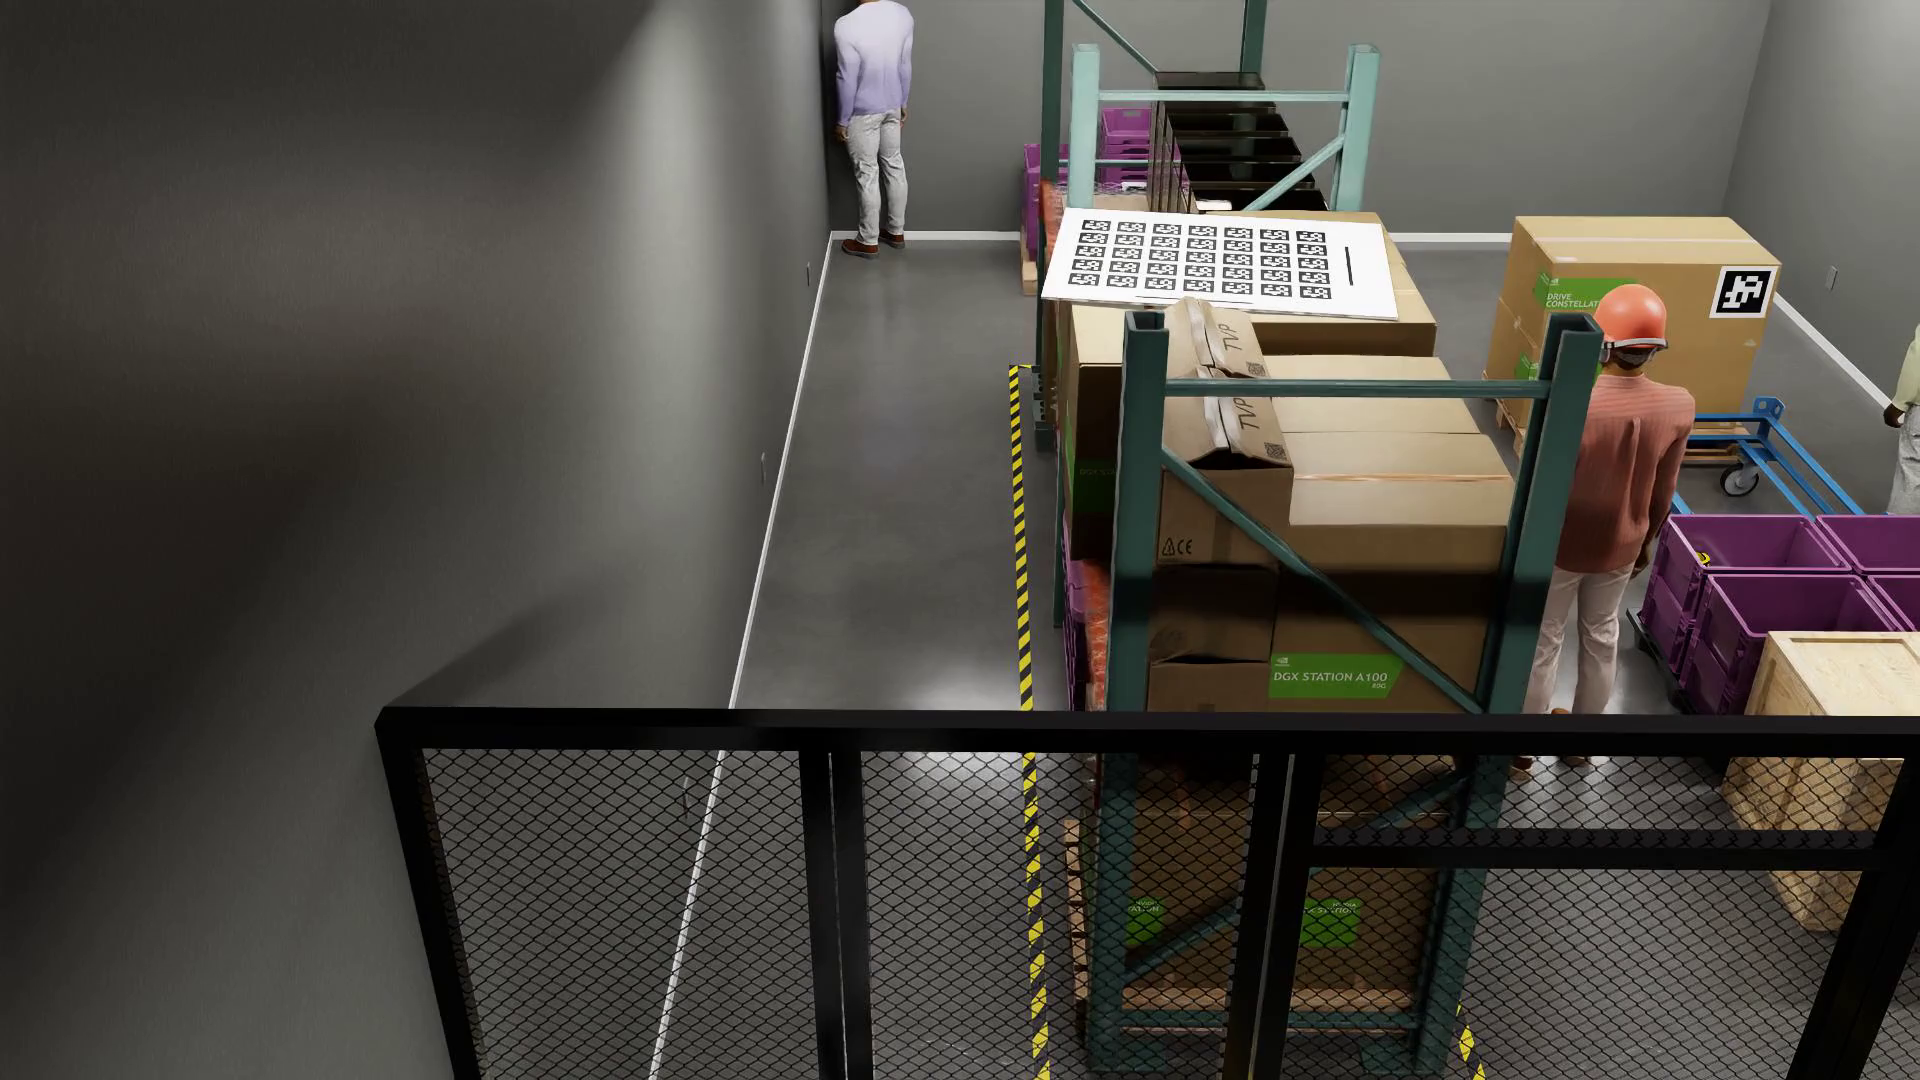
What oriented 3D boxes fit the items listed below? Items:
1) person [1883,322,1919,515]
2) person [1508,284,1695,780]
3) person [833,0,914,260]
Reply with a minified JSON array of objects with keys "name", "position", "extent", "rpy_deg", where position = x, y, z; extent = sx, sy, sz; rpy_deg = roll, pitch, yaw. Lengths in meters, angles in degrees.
[{"name":"person","position":[4.446,-0.653,7.402],"extent":[0.600,1.829,0.404],"rpy_deg":[2,31,3]},{"name":"person","position":[2.305,0.002,6.156],"extent":[0.623,1.993,0.384],"rpy_deg":[-7,32,-12]},{"name":"person","position":[-0.573,-2.817,10.894],"extent":[0.366,1.939,0.635],"rpy_deg":[27,40,37]}]
